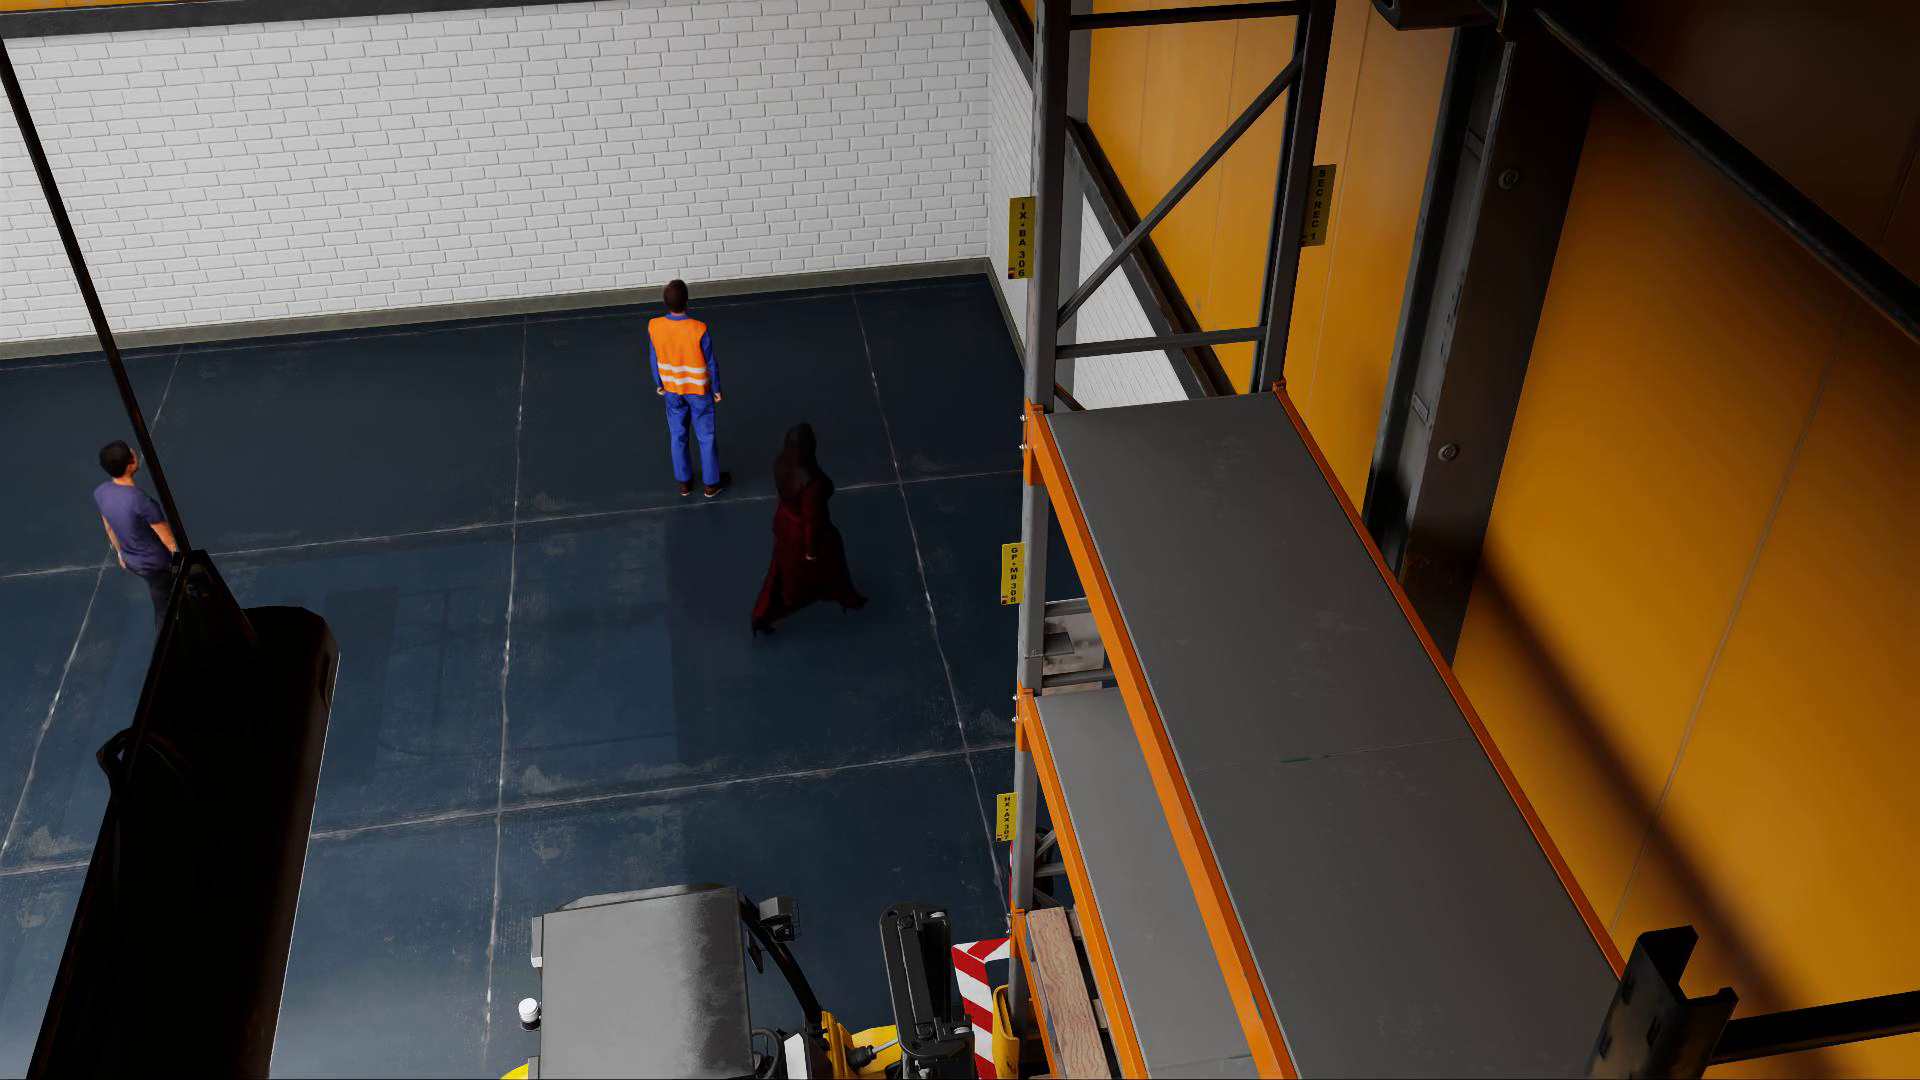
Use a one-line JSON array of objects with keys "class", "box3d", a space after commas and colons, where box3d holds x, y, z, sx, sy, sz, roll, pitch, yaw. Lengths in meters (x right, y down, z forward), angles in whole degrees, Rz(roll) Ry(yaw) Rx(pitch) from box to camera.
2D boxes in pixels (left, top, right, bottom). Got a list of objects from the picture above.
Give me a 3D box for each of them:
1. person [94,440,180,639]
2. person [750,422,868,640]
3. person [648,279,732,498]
[{"class": "person", "box3d": [-5.423, 0.182, 10.987, 0.802, 1.776, 0.851, 20, 43, 23]}, {"class": "person", "box3d": [-1.145, -0.004, 11.271, 1.069, 1.712, 1.159, -26, 45, -29]}, {"class": "person", "box3d": [-2.055, -1.142, 12.575, 0.765, 1.864, 0.737, 7, 39, 9]}]
